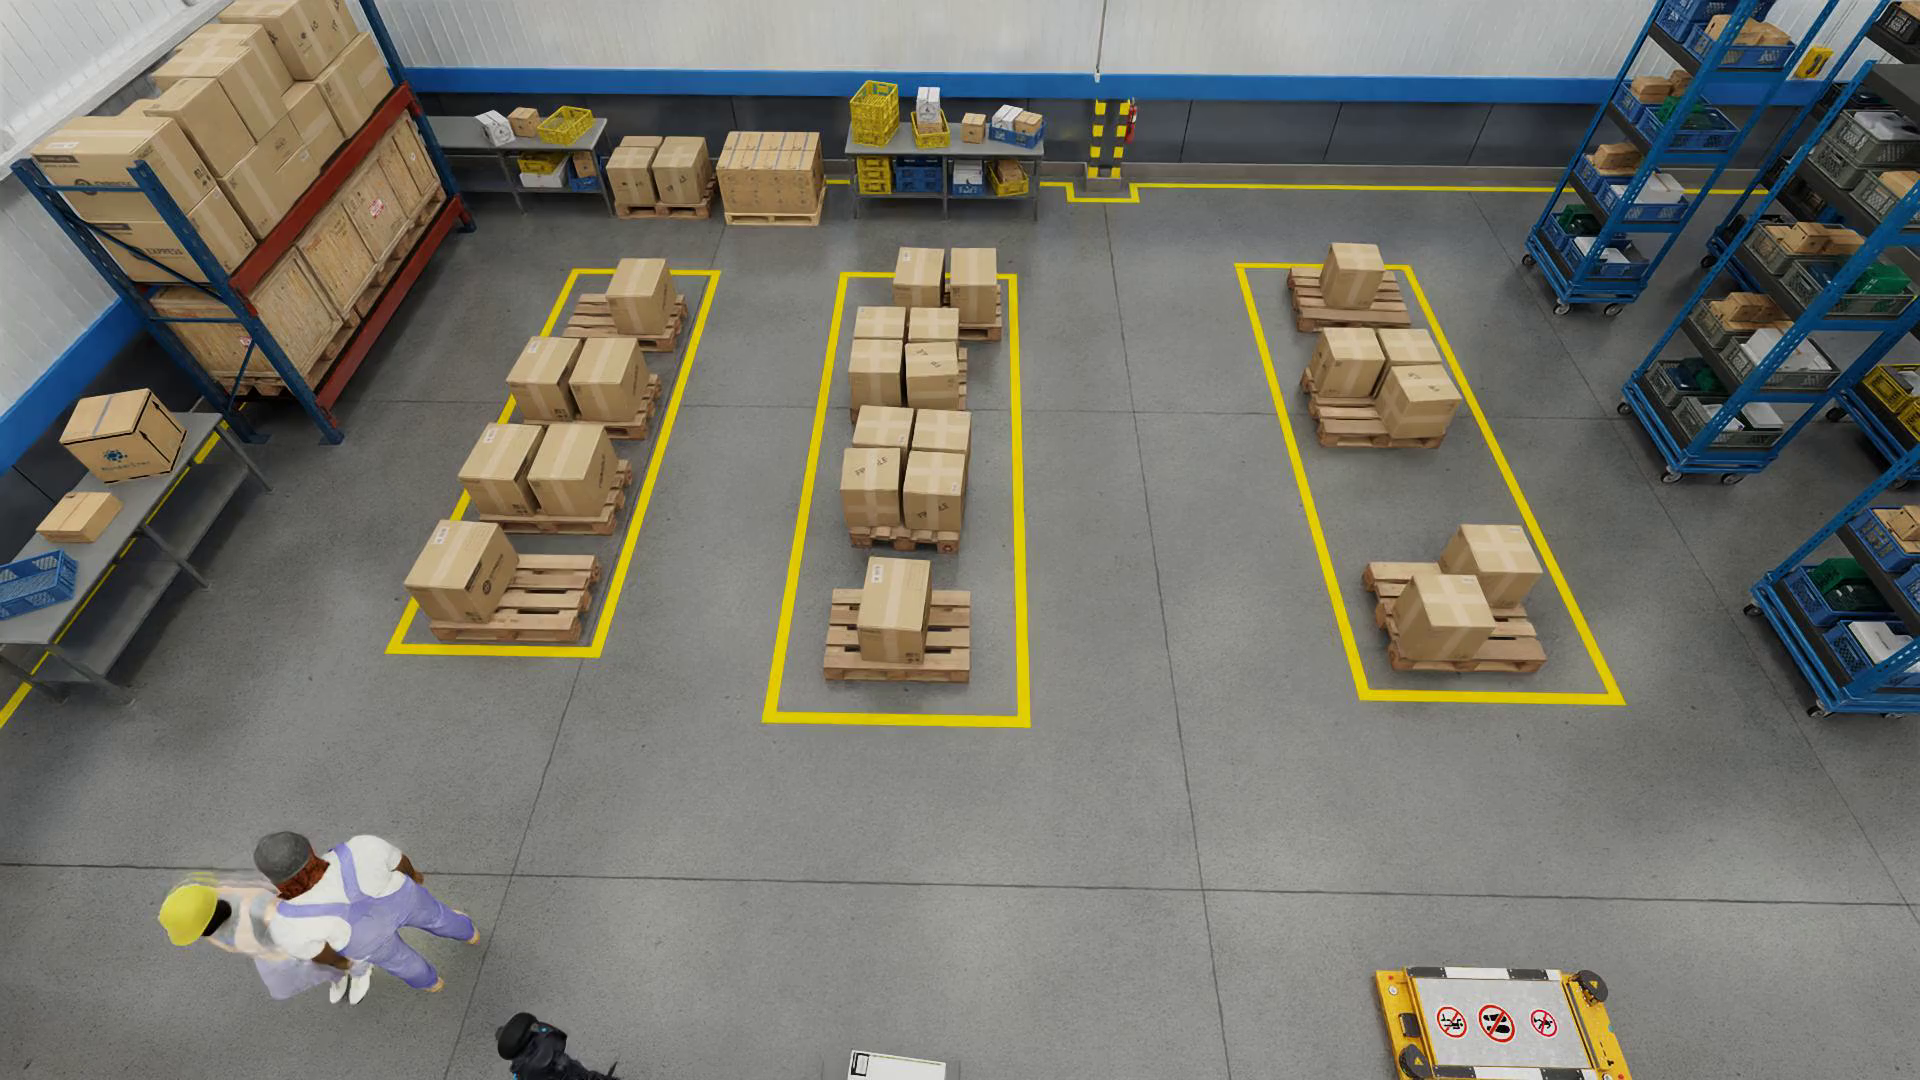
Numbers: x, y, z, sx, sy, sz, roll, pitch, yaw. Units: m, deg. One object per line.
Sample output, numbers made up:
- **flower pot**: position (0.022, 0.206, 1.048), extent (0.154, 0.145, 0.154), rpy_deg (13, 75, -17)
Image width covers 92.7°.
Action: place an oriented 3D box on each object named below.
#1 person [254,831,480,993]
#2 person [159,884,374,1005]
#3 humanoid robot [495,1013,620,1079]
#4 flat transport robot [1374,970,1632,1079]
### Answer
- **person**: position (-3.582, 2.229, 5.527), extent (0.537, 2.000, 0.677), rpy_deg (24, 55, 18)
- **person**: position (-4.050, 2.423, 5.453), extent (0.606, 1.902, 0.465), rpy_deg (-1, 51, -1)
- **humanoid robot**: position (-2.215, 2.991, 5.138), extent (0.580, 1.650, 0.330), rpy_deg (17, 53, 13)
- **flat transport robot**: position (3.501, 3.133, 5.914), extent (1.431, 0.197, 0.652), rpy_deg (1, 51, 1)
